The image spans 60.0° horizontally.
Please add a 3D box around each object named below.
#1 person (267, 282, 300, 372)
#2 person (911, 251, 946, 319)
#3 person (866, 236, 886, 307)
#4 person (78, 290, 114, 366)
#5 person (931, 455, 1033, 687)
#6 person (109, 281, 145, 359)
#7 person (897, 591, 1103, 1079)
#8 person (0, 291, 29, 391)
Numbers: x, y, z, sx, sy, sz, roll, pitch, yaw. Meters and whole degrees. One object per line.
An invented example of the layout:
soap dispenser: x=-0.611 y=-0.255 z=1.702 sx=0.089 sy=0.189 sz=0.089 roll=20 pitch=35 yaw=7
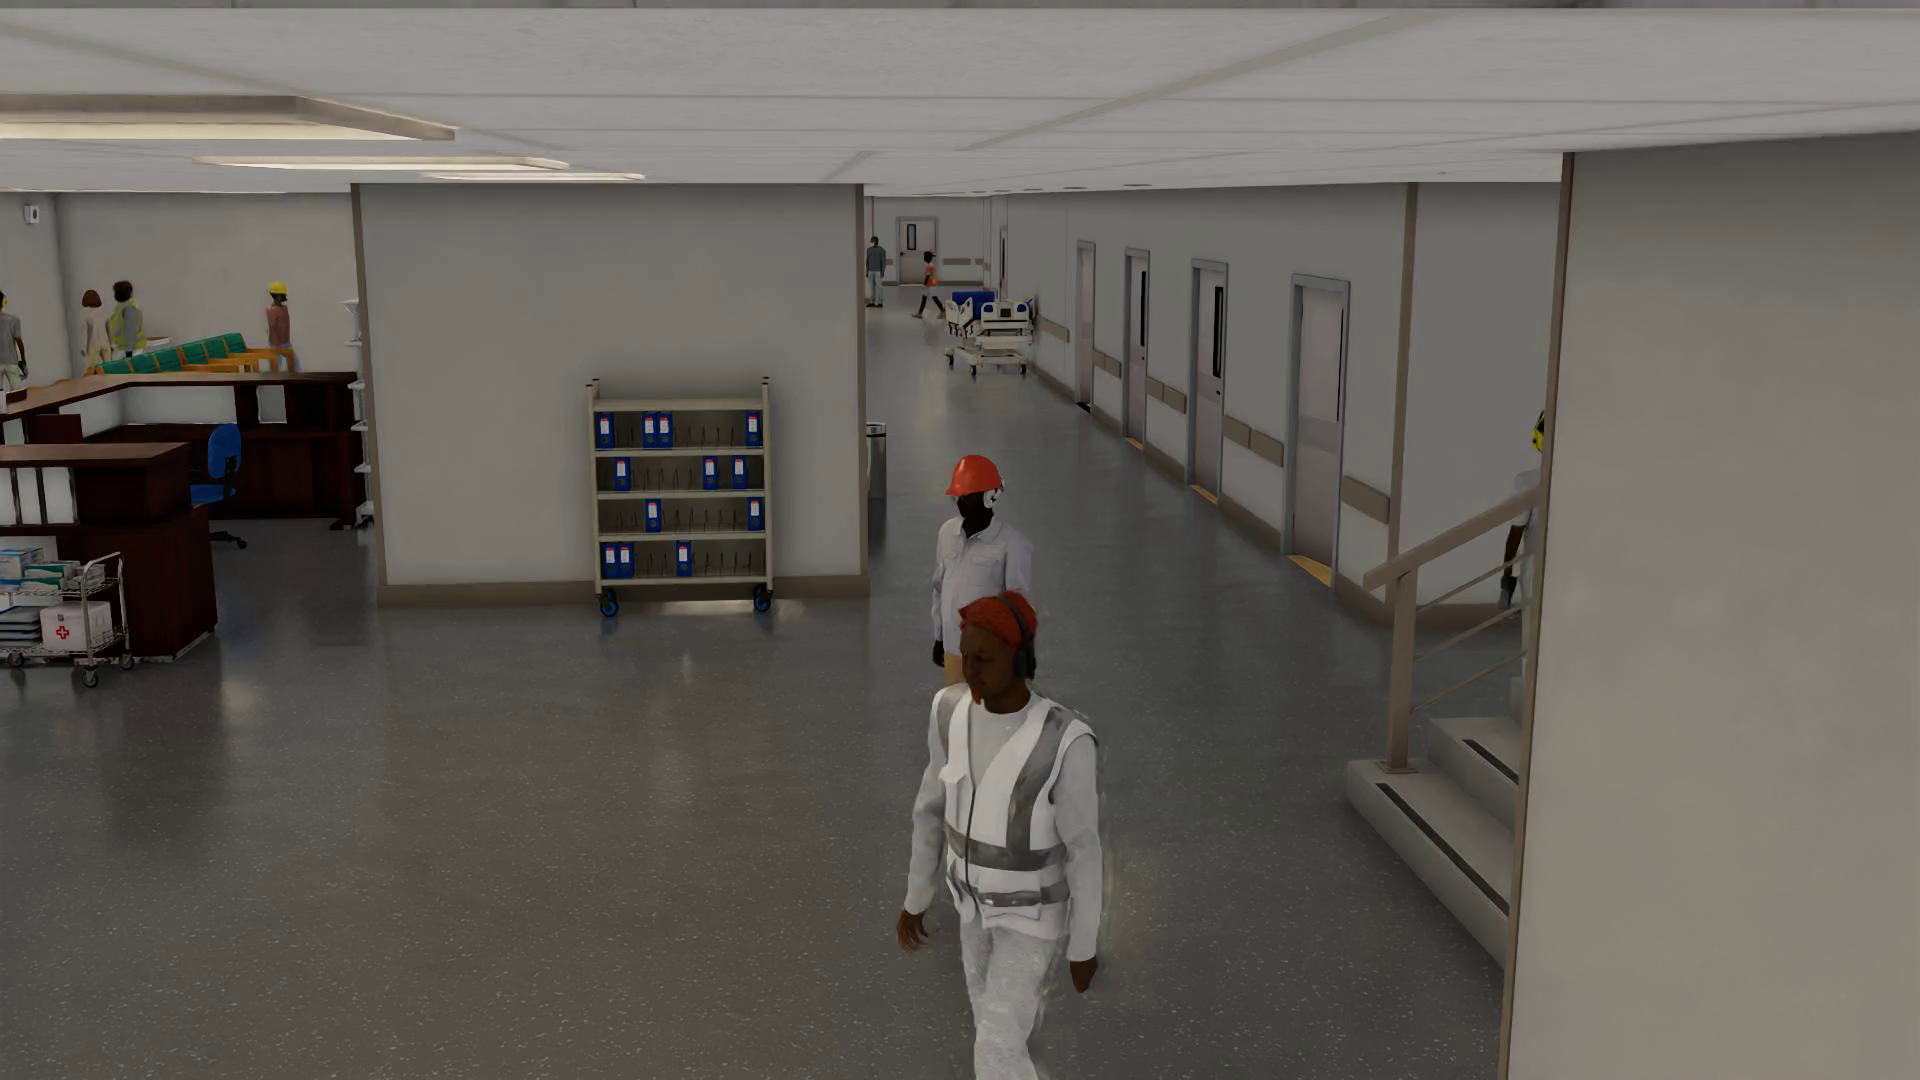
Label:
person: x=-9.628 y=-2.808 z=23.809 sx=0.685 sy=1.742 sz=0.539 roll=2 pitch=12 yaw=8
person: x=-0.737 y=-6.276 z=40.982 sx=0.868 sy=1.653 sz=0.537 roll=-1 pitch=12 yaw=-3
person: x=-2.310 y=-7.312 z=45.342 sx=0.635 sy=1.938 sz=0.359 roll=8 pitch=14 yaw=34
person: x=-12.406 y=-2.774 z=23.920 sx=0.266 sy=1.631 sz=0.507 roll=6 pitch=13 yaw=28
person: x=0.072 y=0.467 z=7.784 sx=0.559 sy=1.751 sz=0.326 roll=10 pitch=15 yaw=40
person: x=-11.484 y=-2.667 z=22.969 sx=0.449 sy=1.815 sz=0.667 roll=-9 pitch=14 yaw=-36
person: x=0.107 y=1.054 z=4.645 sx=0.457 sy=1.871 sz=0.595 roll=-10 pitch=15 yaw=-39
person: x=-11.517 y=-2.093 z=20.028 sx=0.508 sy=1.865 sz=0.328 roll=-6 pitch=13 yaw=-27
